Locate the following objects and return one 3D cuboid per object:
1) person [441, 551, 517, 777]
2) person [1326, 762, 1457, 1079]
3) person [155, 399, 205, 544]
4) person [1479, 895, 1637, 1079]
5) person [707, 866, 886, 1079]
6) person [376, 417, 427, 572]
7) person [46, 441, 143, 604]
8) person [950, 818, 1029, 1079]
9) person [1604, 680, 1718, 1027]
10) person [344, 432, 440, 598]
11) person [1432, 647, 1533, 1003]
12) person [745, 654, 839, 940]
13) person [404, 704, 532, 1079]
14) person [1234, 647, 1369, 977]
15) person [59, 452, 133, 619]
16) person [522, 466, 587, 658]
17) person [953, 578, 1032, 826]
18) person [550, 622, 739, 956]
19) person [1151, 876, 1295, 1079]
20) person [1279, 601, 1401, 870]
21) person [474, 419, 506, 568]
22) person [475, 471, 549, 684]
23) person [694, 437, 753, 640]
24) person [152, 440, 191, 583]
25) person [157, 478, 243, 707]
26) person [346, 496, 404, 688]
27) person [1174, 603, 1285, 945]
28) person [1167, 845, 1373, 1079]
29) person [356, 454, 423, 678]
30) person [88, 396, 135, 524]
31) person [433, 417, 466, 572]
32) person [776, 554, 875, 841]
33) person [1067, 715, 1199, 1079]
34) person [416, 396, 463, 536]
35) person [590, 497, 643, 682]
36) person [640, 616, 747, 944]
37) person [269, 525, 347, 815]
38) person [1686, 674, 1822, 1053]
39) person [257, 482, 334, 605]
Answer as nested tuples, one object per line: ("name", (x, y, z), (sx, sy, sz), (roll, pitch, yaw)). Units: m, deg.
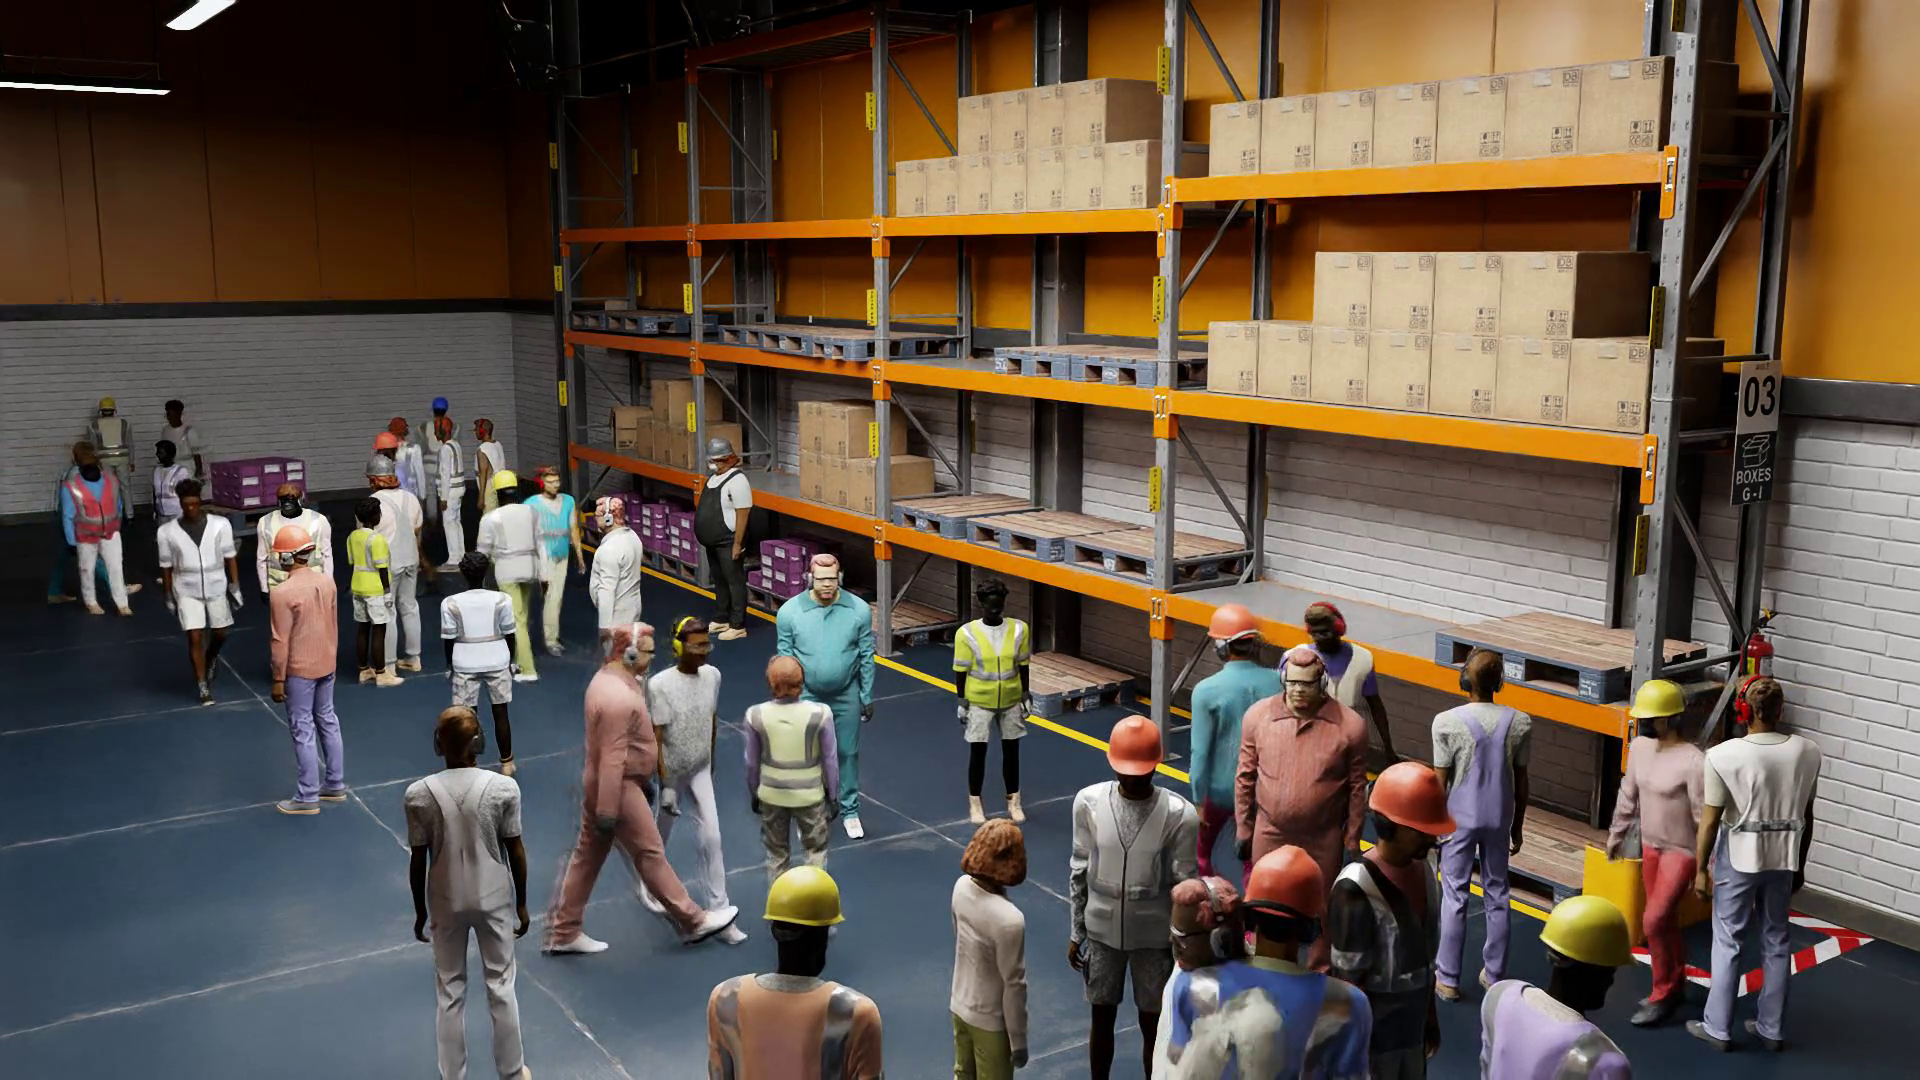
("person", (-3.470, 0.918, 12.048), (0.532, 1.693, 0.319), (-3, 10, -18))
("person", (1.573, 1.776, 6.039), (0.410, 2.031, 0.613), (9, 13, 43))
("person", (-10.436, -0.937, 22.313), (0.612, 1.921, 1.017), (5, 11, 25))
("person", (1.815, 1.997, 5.072), (0.391, 1.915, 0.592), (-4, 10, -22))
("person", (-0.493, 1.966, 5.244), (0.585, 1.917, 0.382), (3, 10, 15))
("person", (-6.720, -0.542, 20.059), (0.584, 1.884, 0.349), (1, 10, 4))
("person", (-9.623, -0.193, 18.298), (0.972, 1.787, 0.508), (-6, 11, -31))
("person", (0.117, 1.887, 6.567), (0.288, 1.625, 0.497), (-5, 11, -28))
("person", (3.462, 1.544, 8.223), (0.607, 1.738, 0.571), (-3, 10, -17))
("person", (-6.282, -0.251, 18.351), (1.029, 1.875, 0.562), (-3, 10, -16))
("person", (2.629, 1.450, 8.480), (0.508, 1.846, 0.342), (0, 10, -2))
("person", (-0.928, 1.433, 9.215), (0.525, 1.636, 0.312), (1, 10, 6))
("person", (-2.180, 1.637, 7.406), (0.504, 1.839, 0.344), (-2, 10, -10))
("person", (1.674, 1.461, 8.240), (0.652, 1.904, 0.403), (3, 10, 18))
("person", (-9.041, -0.037, 17.416), (0.631, 1.779, 0.997), (-9, 13, -43))
("person", (-3.844, 0.203, 15.875), (0.640, 1.824, 0.569), (8, 12, 38))
("person", (0.217, 1.079, 11.128), (0.539, 1.687, 0.320), (-3, 10, -14))
("person", (-1.771, 1.354, 9.054), (1.033, 1.840, 0.656), (-3, 10, -19))
("person", (0.787, 1.976, 5.257), (0.403, 1.897, 0.653), (-3, 10, -17))
("person", (2.190, 1.233, 9.830), (0.760, 1.827, 0.439), (-3, 10, -15))
("person", (-5.730, -0.570, 20.379), (0.385, 1.838, 0.567), (1, 10, 5))
("person", (-4.065, 0.323, 14.983), (0.624, 1.875, 0.907), (-9, 13, -41))
("person", (-2.382, -0.029, 16.588), (0.536, 2.000, 0.675), (-6, 12, -33))
("person", (-9.158, -0.324, 19.325), (0.540, 1.695, 0.317), (3, 10, 18))
("person", (-6.535, 0.410, 14.308), (0.634, 1.940, 0.782), (-6, 11, -32))
("person", (-5.202, 0.458, 14.736), (0.531, 1.698, 0.320), (8, 13, 39))
("person", (1.449, 1.306, 8.950), (0.616, 1.974, 0.695), (-3, 10, -18))
("person", (0.949, 1.944, 5.186), (0.620, 1.985, 0.888), (3, 10, 19))
("person", (-5.209, 0.233, 15.053), (0.536, 2.000, 0.683), (5, 11, 26))
("person", (-12.015, -1.115, 23.571), (0.589, 1.834, 0.403), (-7, 12, -34))
("person", (-6.190, -0.553, 20.155), (0.369, 1.879, 0.584), (-1, 10, -5))
("person", (-0.868, 1.023, 10.836), (0.645, 1.901, 0.399), (-2, 10, -10))
("person", (0.720, 1.663, 7.007), (0.550, 1.926, 0.390), (3, 10, 18))
("person", (-7.016, -0.968, 22.451), (0.613, 1.921, 0.645), (-3, 10, -15))
("person", (-2.761, 0.598, 13.331), (0.399, 1.900, 0.645), (1, 10, 7))
("person", (-1.566, 1.309, 9.417), (0.522, 1.818, 1.010), (-8, 12, -39))
("person", (-4.507, 0.881, 11.423), (0.408, 1.987, 0.613), (3, 10, 15))
("person", (3.779, 1.552, 7.917), (0.559, 1.836, 0.393), (-1, 10, -5))
("person", (-5.833, 0.407, 14.615), (0.626, 1.843, 0.430), (-3, 10, -15))
